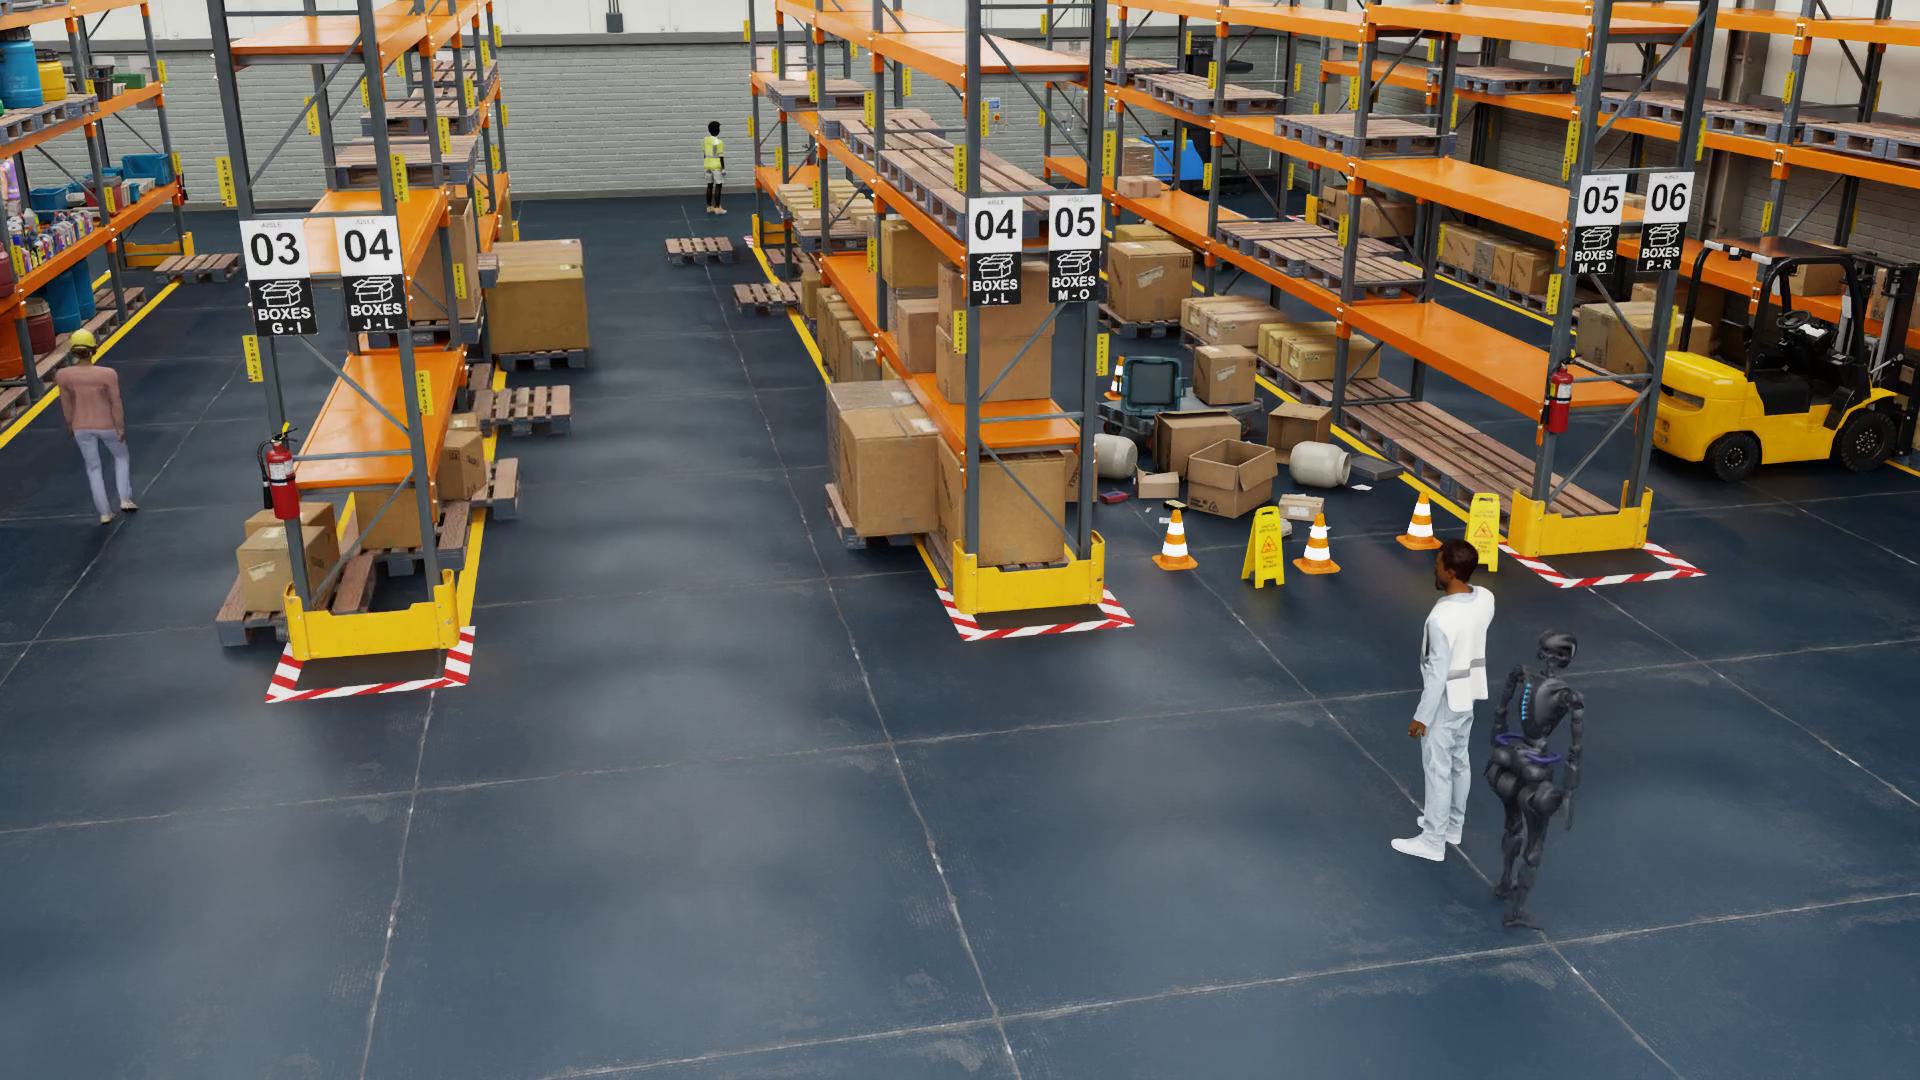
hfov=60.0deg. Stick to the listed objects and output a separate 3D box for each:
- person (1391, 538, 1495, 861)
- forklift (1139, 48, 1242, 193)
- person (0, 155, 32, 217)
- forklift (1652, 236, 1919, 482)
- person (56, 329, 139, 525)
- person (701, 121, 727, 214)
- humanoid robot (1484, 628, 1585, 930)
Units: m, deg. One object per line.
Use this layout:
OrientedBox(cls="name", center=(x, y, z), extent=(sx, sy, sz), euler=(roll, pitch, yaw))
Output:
OrientedBox(cls="person", center=(2.760, 0.904, 9.399), extent=(0.391, 1.920, 0.588), euler=(18, 27, 40))
OrientedBox(cls="forklift", center=(4.566, -8.313, 32.860), extent=(1.873, 2.768, 1.129), euler=(-4, 21, -12))
OrientedBox(cls="person", center=(-15.371, -5.563, 27.149), extent=(0.352, 1.688, 0.489), euler=(11, 23, 27))
OrientedBox(cls="forklift", center=(8.013, -1.814, 16.330), extent=(2.313, 2.155, 1.214), euler=(-4, 21, -12))
OrientedBox(cls="person", center=(-7.693, -1.020, 14.831), extent=(0.526, 1.749, 0.538), euler=(-5, 21, -13))
OrientedBox(cls="person", center=(-4.516, -6.847, 30.602), extent=(0.537, 1.686, 0.321), euler=(16, 26, 37))
OrientedBox(cls="humanoid robot", center=(3.034, 1.235, 8.860), extent=(0.404, 1.650, 0.616), euler=(-11, 23, -28))
